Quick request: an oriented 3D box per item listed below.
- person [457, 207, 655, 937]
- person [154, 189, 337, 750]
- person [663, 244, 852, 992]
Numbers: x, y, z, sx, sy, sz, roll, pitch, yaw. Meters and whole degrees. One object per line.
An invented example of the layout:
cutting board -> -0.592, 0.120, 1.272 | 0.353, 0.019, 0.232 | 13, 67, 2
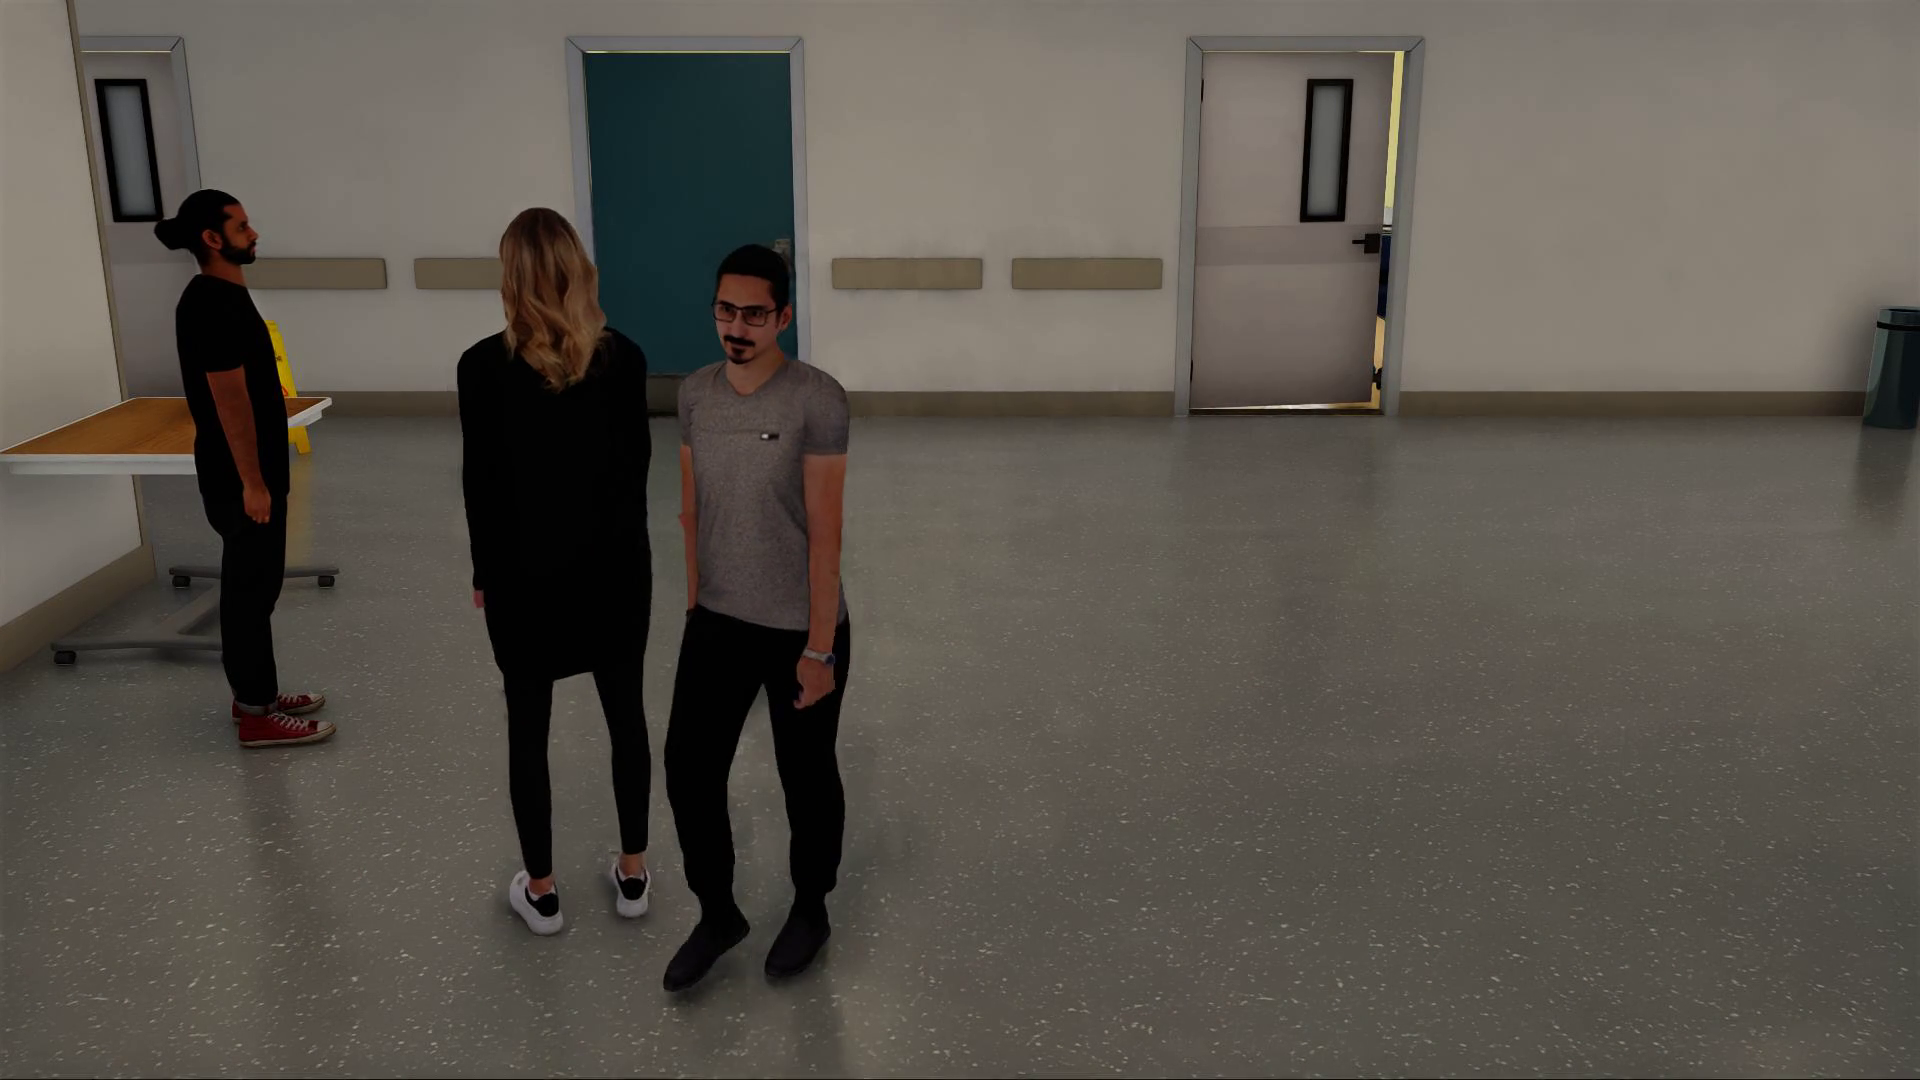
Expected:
person -> -0.962, 0.103, 4.073 | 0.586, 1.797, 0.728 | -7, 17, -22
person -> -2.286, -0.219, 5.289 | 0.720, 1.758, 0.718 | -7, 17, -25
person -> -0.408, 0.178, 3.921 | 0.704, 1.736, 0.772 | 5, 17, 19
